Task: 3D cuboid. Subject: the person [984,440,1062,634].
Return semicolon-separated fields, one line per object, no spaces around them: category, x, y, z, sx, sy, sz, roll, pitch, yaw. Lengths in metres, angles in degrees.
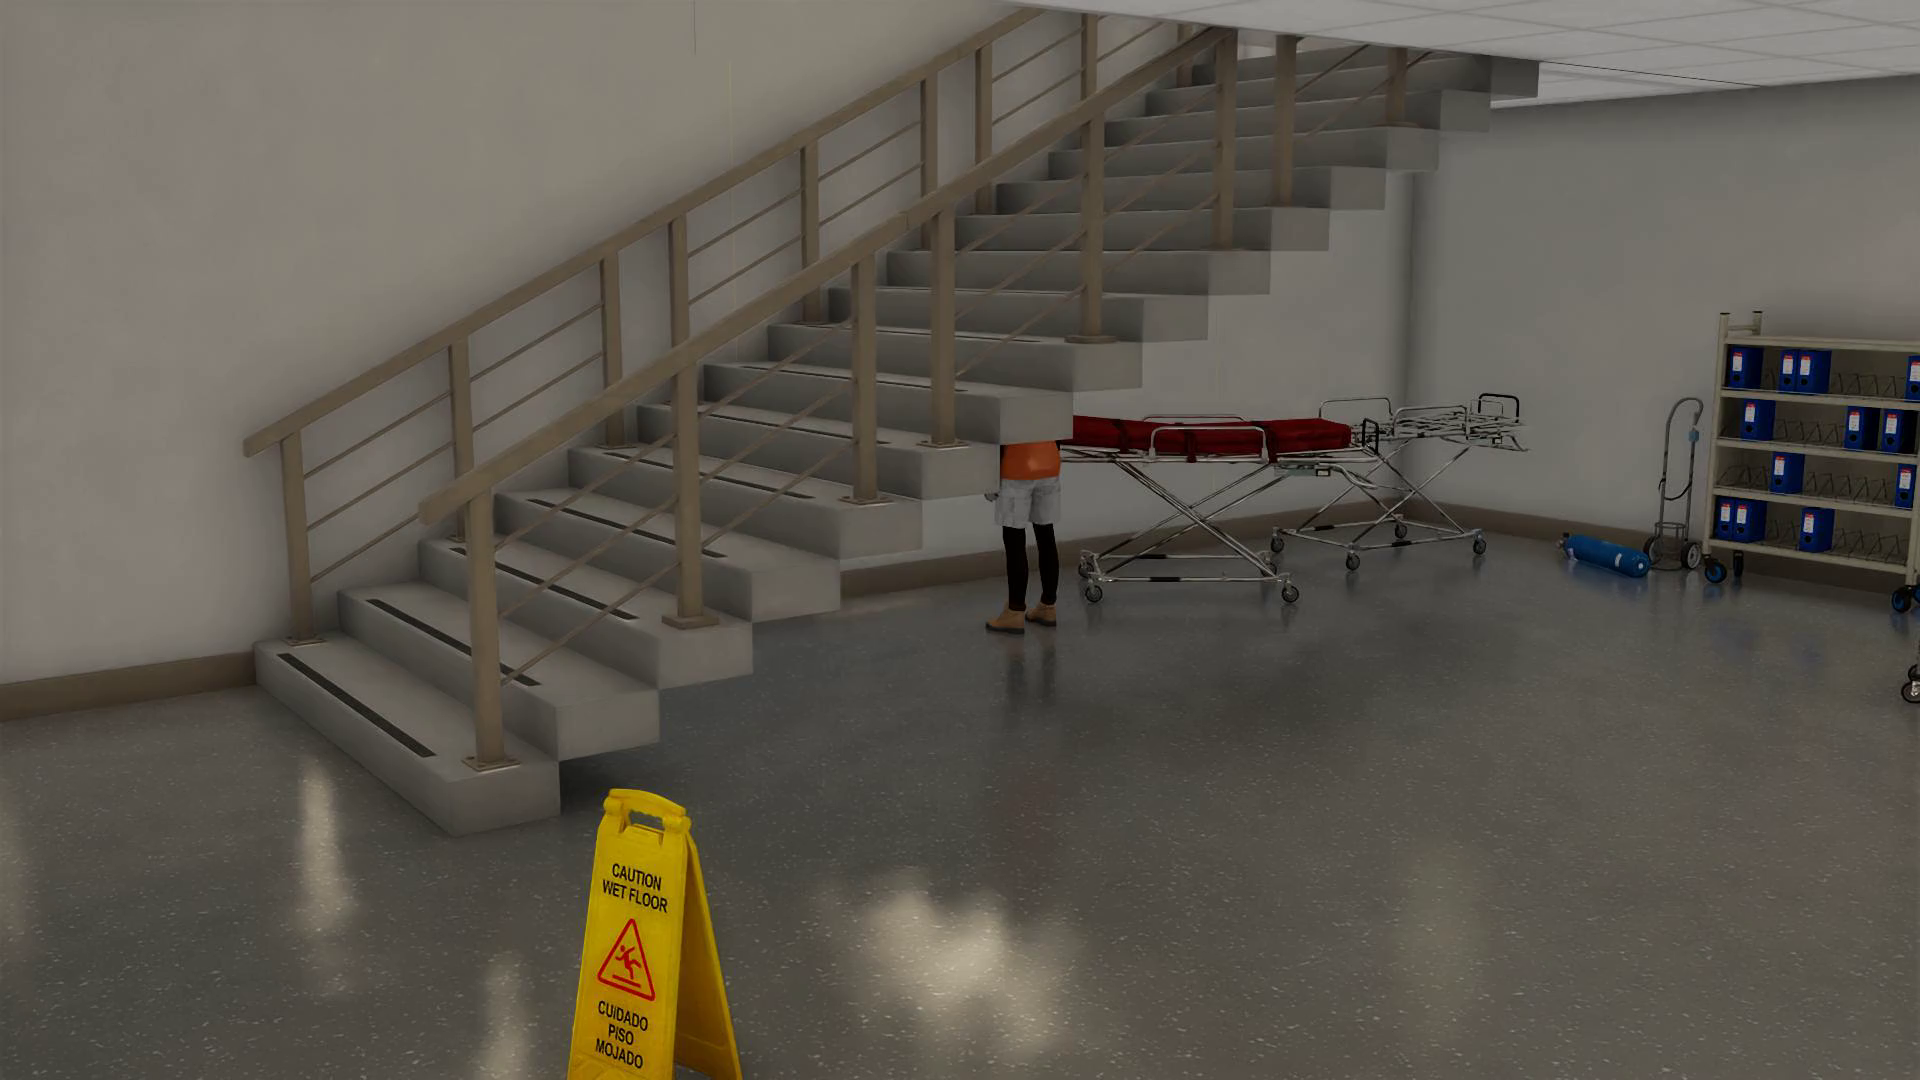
person;0.346;-0.350;8.841;0.536;1.700;0.318;-9;13;-41
